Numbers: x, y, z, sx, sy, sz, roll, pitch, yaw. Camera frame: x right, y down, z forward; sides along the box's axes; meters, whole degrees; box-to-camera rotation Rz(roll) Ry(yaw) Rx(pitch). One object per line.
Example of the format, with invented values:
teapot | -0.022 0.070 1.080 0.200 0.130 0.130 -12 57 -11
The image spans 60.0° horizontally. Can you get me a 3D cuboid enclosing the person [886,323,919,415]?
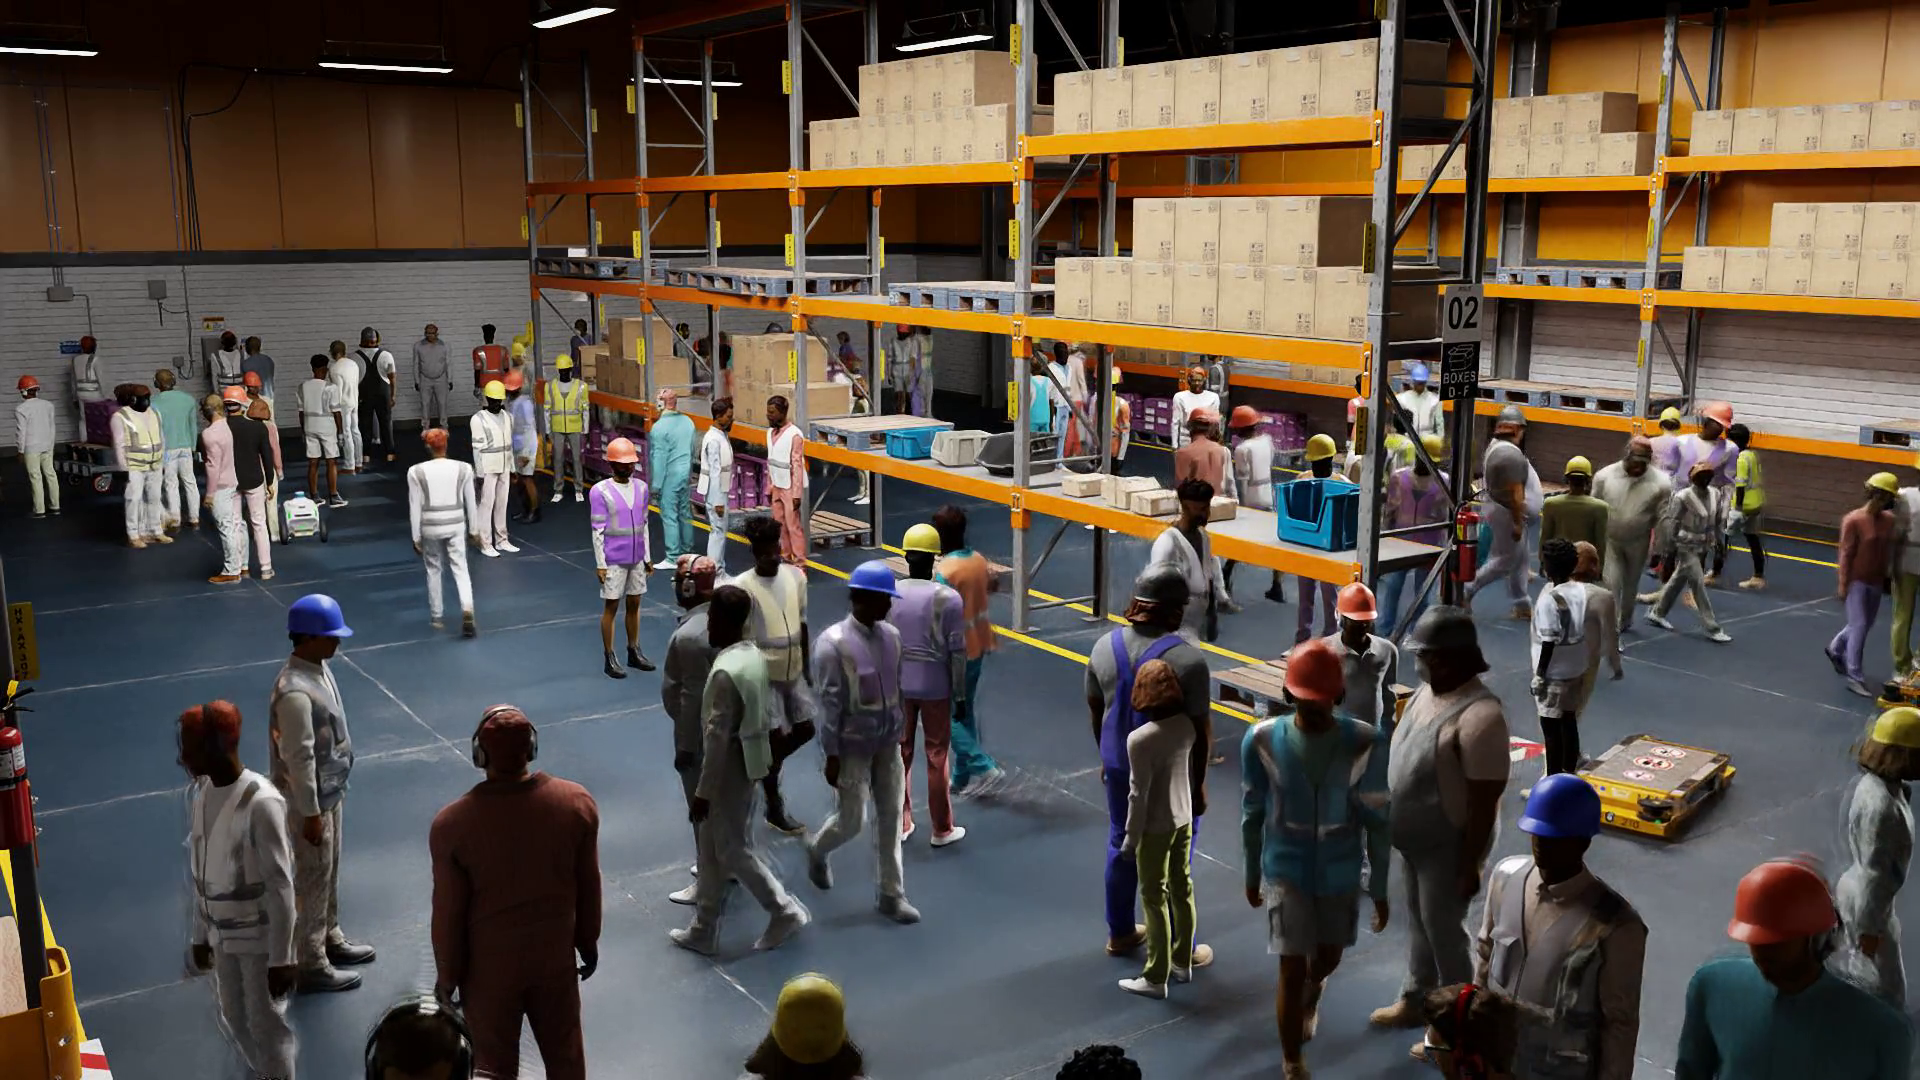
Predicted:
person | -0.999 -2.913 29.098 0.578 1.908 0.637 -1 11 -4

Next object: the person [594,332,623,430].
person | -5.578 -2.372 26.391 0.621 1.883 0.673 -8 14 -37

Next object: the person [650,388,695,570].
person | -3.048 -0.640 17.476 0.403 1.906 0.652 5 12 25

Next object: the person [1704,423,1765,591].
person | 7.670 -0.325 16.480 0.734 1.658 0.570 9 14 39

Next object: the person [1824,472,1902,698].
person | 7.047 0.312 13.089 0.565 1.728 0.764 -4 12 -18

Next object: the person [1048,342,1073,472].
person | 1.400 -1.876 23.769 0.375 1.917 0.598 8 14 36

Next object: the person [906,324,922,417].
person | -0.844 -2.913 29.278 0.345 1.841 0.506 2 11 8

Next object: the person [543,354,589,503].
person | -5.086 -1.444 21.530 0.584 1.929 0.371 -1 11 -6

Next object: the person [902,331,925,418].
person | -0.896 -3.142 30.491 0.637 1.828 0.429 5 12 24

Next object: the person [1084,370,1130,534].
person | 1.733 -1.042 19.476 0.363 1.928 0.587 -8 14 -36

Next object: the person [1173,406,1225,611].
person | 2.191 -0.259 15.439 0.625 1.951 0.449 -9 14 -39

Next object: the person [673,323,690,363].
person | -4.748 -2.793 28.586 0.323 1.871 0.530 0 11 -2

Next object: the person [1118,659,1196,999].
person | 0.946 1.366 7.909 0.285 1.631 0.501 10 15 43

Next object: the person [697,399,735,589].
person | -2.401 -0.453 16.522 0.405 1.909 0.597 -1 11 -3

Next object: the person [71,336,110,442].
person | -13.274 -2.174 25.417 0.670 1.880 0.394 5 12 24

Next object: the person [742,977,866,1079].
person | -0.404 1.983 4.522 0.504 1.728 0.506 1 11 5

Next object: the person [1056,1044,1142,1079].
person | 0.330 2.066 4.160 0.541 1.695 0.315 3 11 16

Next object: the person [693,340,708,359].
person | -4.086 -2.307 26.426 0.346 1.746 0.568 -2 11 -11

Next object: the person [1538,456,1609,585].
person | 5.003 0.190 13.613 0.524 1.759 0.338 4 12 22

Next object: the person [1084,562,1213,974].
person | 0.981 1.099 8.226 0.682 2.000 0.536 10 15 42

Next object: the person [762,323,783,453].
person | -2.924 -2.374 26.003 0.537 2.000 0.682 -4 12 -18

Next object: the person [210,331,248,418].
person | -11.611 -2.388 26.511 0.575 1.876 0.356 -9 14 -40

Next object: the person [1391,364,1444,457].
person | 5.549 -1.190 20.235 0.625 1.928 0.754 2 11 9

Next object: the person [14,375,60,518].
person | -11.385 -1.150 20.469 0.327 1.752 0.563 3 12 17

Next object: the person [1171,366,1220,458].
person | 2.858 -1.170 20.238 0.584 1.883 0.337 1 11 3

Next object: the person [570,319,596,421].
person | -6.517 -2.868 28.828 0.624 1.933 0.373 8 14 36

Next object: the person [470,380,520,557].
person | -5.065 -0.786 18.177 0.383 1.924 0.589 6 13 28

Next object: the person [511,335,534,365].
person | -7.182 -2.528 27.565 0.524 1.744 0.625 6 12 26

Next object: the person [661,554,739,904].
person | -1.409 1.013 9.010 0.404 1.906 0.651 2 11 11

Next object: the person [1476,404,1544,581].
person | 5.577 -0.456 16.760 0.832 1.808 0.526 9 14 38

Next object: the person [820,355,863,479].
person | -1.639 -1.740 23.468 0.588 1.783 0.900 -9 14 -37

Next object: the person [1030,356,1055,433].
person | 1.025 -1.553 22.301 0.504 1.847 0.344 -5 12 -23

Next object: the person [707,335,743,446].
person | -3.867 -2.375 26.611 0.574 1.805 0.916 -9 14 -40

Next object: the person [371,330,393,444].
person | -9.492 -2.490 27.054 0.518 1.865 0.328 -11 15 -43

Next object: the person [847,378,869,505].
person | -1.282 -1.277 21.432 0.284 1.633 0.497 -4 12 -19

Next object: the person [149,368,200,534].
person | -9.202 -1.040 19.450 0.371 1.935 0.627 7 13 31

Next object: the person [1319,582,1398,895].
person | 2.115 1.086 9.031 0.563 1.752 0.326 -2 11 -12

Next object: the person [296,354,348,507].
person | -8.116 -1.389 21.178 0.606 1.957 0.373 2 11 12

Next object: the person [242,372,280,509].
person | -8.882 -1.252 20.993 0.330 1.750 0.572 7 13 32

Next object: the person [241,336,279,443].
person | -10.341 -2.037 24.541 0.379 1.940 0.629 3 11 14

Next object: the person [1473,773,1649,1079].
person | 1.912 1.691 5.429 0.381 1.951 0.605 -7 13 -31

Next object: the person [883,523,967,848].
person | -0.227 0.856 9.775 0.585 1.922 0.377 4 12 20

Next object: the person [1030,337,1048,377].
person | 1.232 -2.562 27.770 0.490 1.730 0.324 2 11 8

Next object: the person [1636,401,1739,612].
person | 6.818 -0.308 15.577 0.789 2.006 0.368 5 12 25

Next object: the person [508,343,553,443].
person | -6.564 -2.127 25.406 0.605 1.800 0.818 9 14 39

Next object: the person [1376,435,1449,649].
person | 3.827 0.051 13.995 0.602 1.882 0.850 5 12 26
